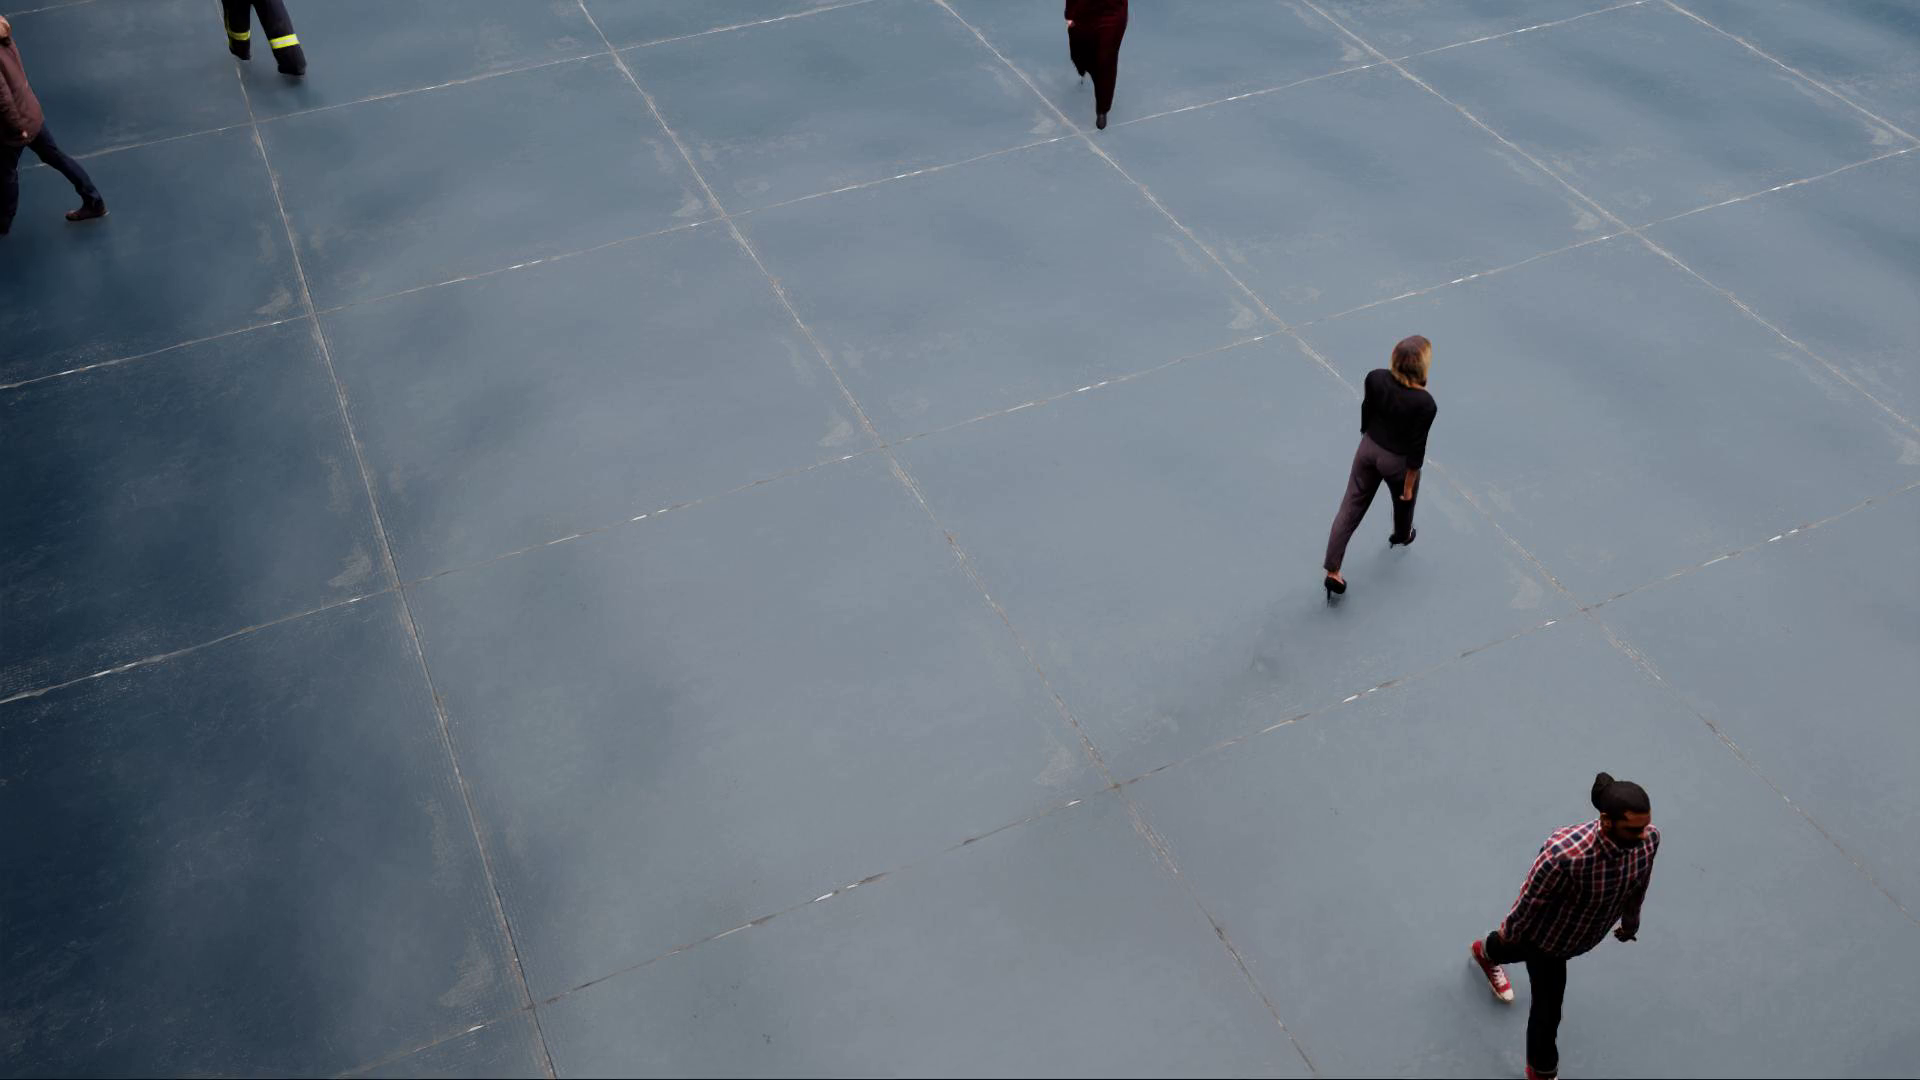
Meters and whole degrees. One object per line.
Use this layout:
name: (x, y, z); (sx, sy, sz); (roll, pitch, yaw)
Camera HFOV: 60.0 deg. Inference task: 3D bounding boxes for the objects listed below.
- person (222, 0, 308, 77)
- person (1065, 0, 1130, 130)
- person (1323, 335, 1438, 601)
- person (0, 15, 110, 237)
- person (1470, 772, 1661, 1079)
person: (-5.792, -4.675, 13.473); (1.322, 1.923, 1.078); (28, 49, 27)
person: (1.063, -4.173, 13.067); (0.953, 1.726, 1.185); (1, 42, 1)
person: (2.220, -0.343, 8.928); (0.904, 1.621, 1.052); (-34, 52, -31)
person: (-6.566, -2.992, 11.715); (0.959, 1.796, 1.148); (-9, 43, -10)
person: (2.430, 1.507, 6.807); (0.712, 1.734, 1.087); (-17, 45, -18)
